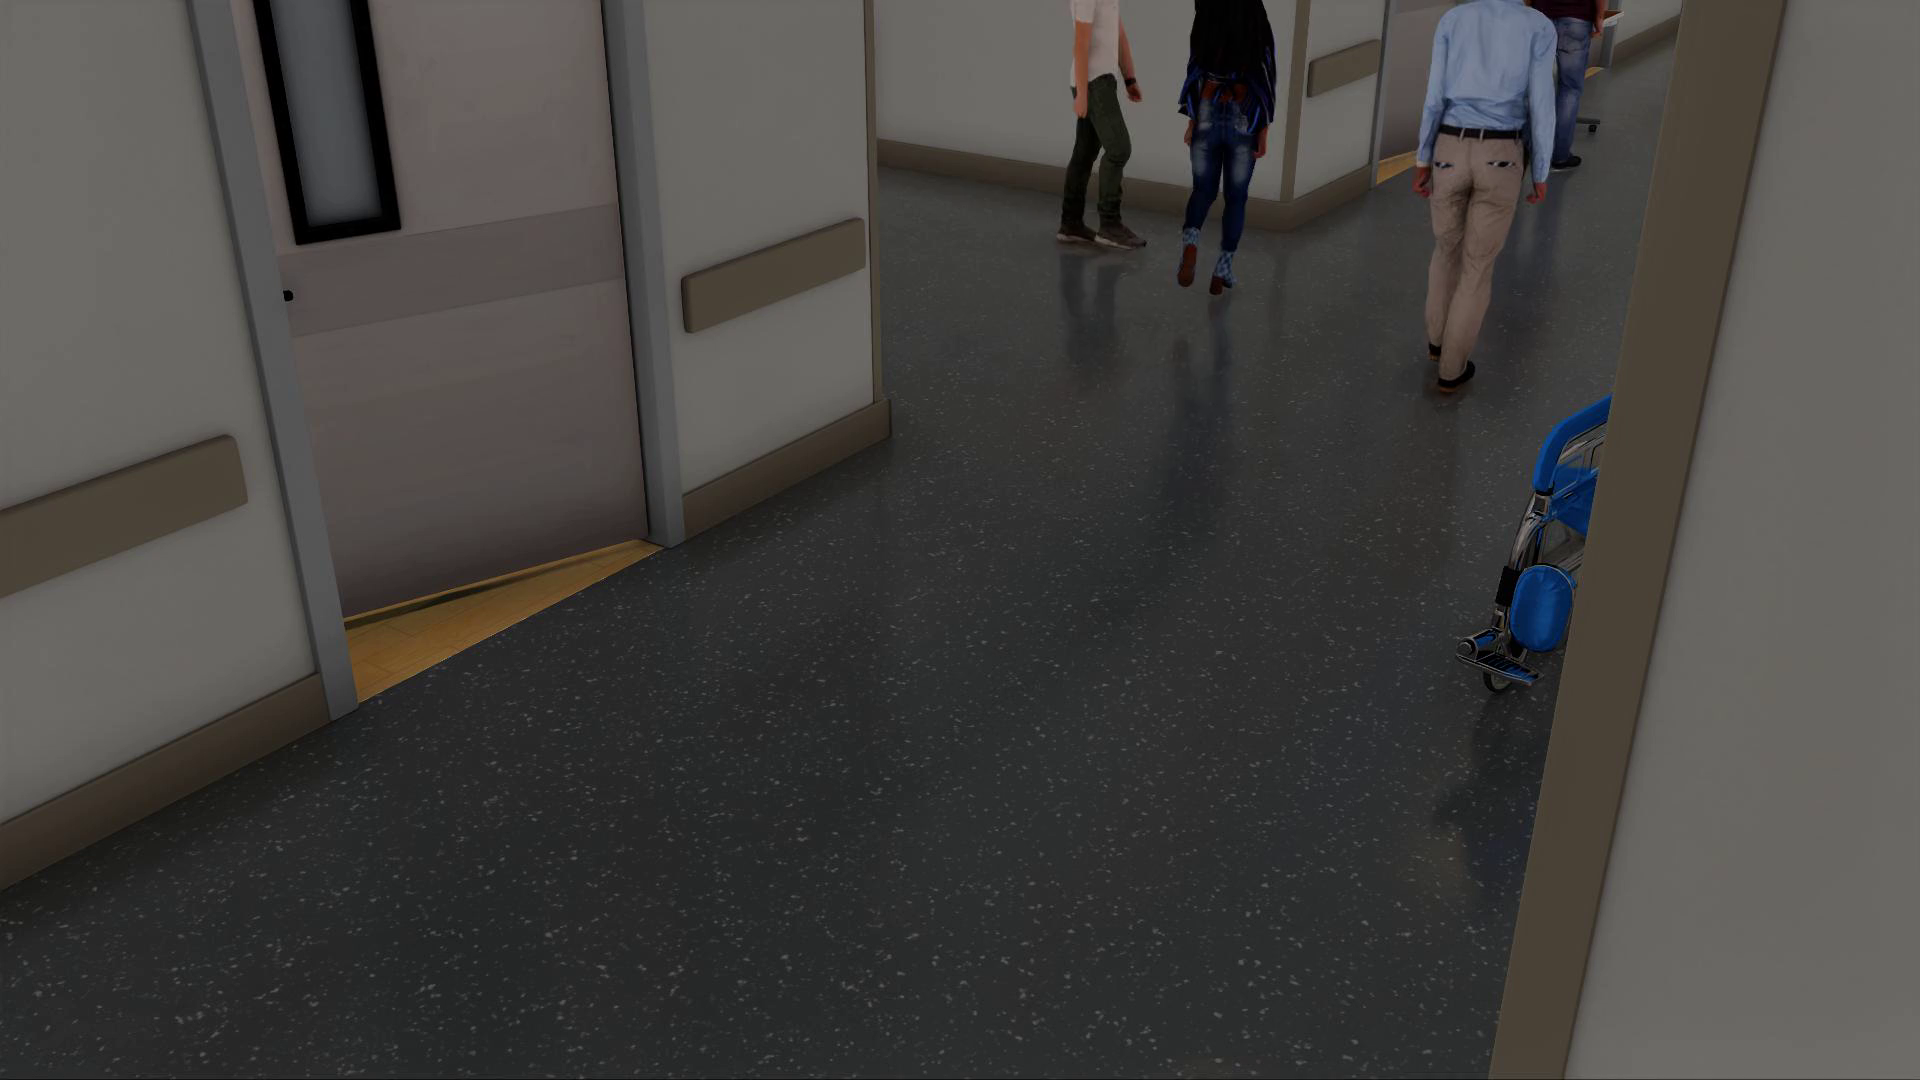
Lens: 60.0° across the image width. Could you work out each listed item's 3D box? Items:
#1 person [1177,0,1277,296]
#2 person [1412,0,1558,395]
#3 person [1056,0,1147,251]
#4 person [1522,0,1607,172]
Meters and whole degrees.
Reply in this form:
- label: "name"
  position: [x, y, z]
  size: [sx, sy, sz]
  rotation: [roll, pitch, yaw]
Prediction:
- label: "person"
  position: [1.210, -1.890, 7.755]
  size: [0.681, 1.606, 0.872]
  rotation: [13, 29, 25]
- label: "person"
  position: [2.043, -1.474, 6.636]
  size: [0.695, 1.829, 0.809]
  rotation: [14, 29, 27]
- label: "person"
  position: [0.637, -2.354, 8.675]
  size: [0.757, 1.642, 0.760]
  rotation: [8, 27, 17]
- label: "person"
  position: [3.720, -3.251, 10.296]
  size: [0.656, 1.851, 0.512]
  rotation: [17, 30, 31]
